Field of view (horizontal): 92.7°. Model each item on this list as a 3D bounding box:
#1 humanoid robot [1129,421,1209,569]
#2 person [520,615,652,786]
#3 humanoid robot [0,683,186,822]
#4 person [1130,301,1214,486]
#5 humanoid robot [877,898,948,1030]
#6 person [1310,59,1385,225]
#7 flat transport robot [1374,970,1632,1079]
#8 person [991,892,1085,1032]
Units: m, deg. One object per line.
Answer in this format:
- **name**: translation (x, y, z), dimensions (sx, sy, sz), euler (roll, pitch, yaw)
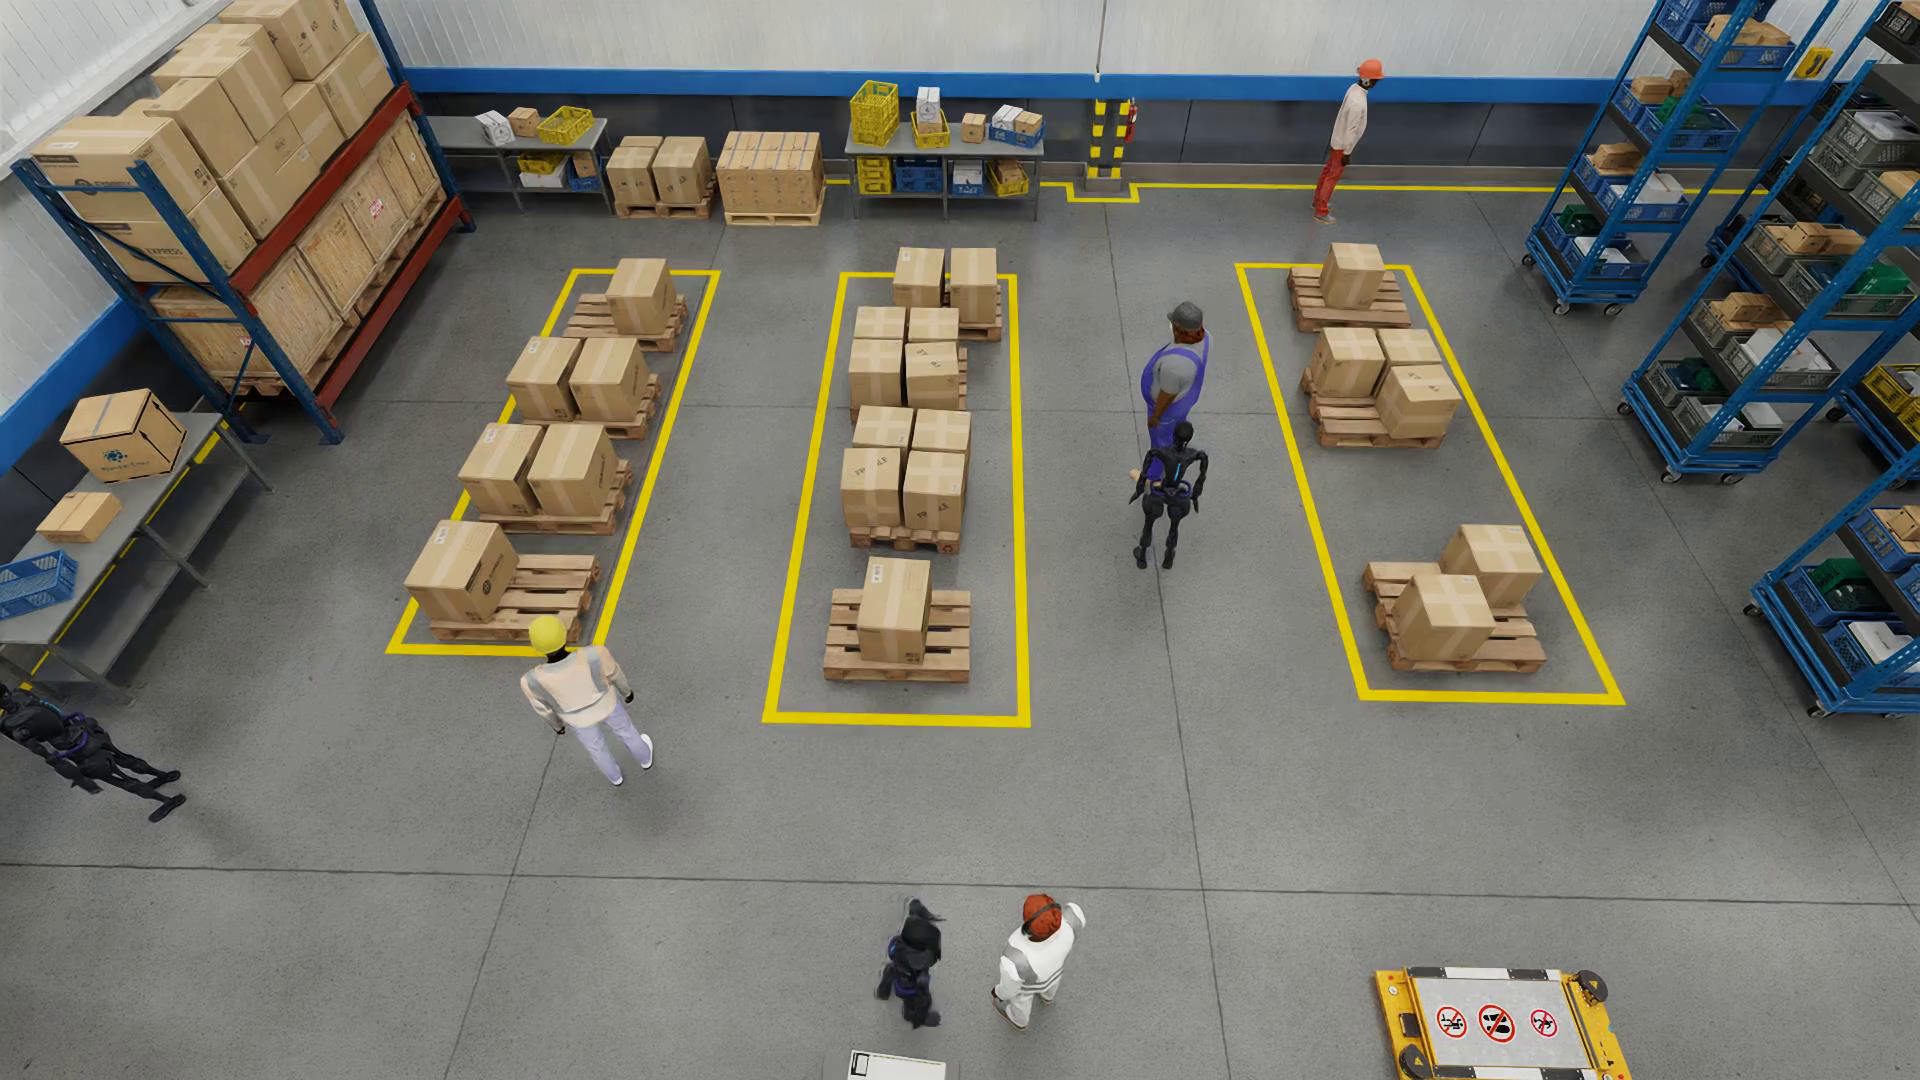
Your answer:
- **humanoid robot**: translation (1.775, -0.372, 7.871), dimensions (0.593, 1.657, 0.326), euler (4, 51, 3)
- **person**: translation (-2.627, 1.150, 6.478), dimensions (0.592, 1.924, 0.379), euler (-26, 55, -19)
- **humanoid robot**: translation (-6.129, 1.454, 6.387), dimensions (0.318, 1.650, 0.568), euler (-30, 57, -22)
- **person**: translation (1.908, -1.333, 8.430), dimensions (0.537, 2.000, 0.678), euler (33, 58, 24)
- **humanoid robot**: translation (-0.301, 2.558, 5.506), dimensions (0.541, 1.644, 0.619), euler (-10, 52, -8)
- **person**: translation (4.796, -4.947, 11.406), dimensions (0.376, 1.995, 0.609), euler (8, 51, 7)
- **flat transport robot**: translation (3.501, 3.133, 5.914), dimensions (1.431, 0.197, 0.652), euler (1, 51, 1)
- **person**: translation (0.430, 2.494, 5.410), dimensions (0.586, 1.882, 0.343), euler (-32, 58, -23)
